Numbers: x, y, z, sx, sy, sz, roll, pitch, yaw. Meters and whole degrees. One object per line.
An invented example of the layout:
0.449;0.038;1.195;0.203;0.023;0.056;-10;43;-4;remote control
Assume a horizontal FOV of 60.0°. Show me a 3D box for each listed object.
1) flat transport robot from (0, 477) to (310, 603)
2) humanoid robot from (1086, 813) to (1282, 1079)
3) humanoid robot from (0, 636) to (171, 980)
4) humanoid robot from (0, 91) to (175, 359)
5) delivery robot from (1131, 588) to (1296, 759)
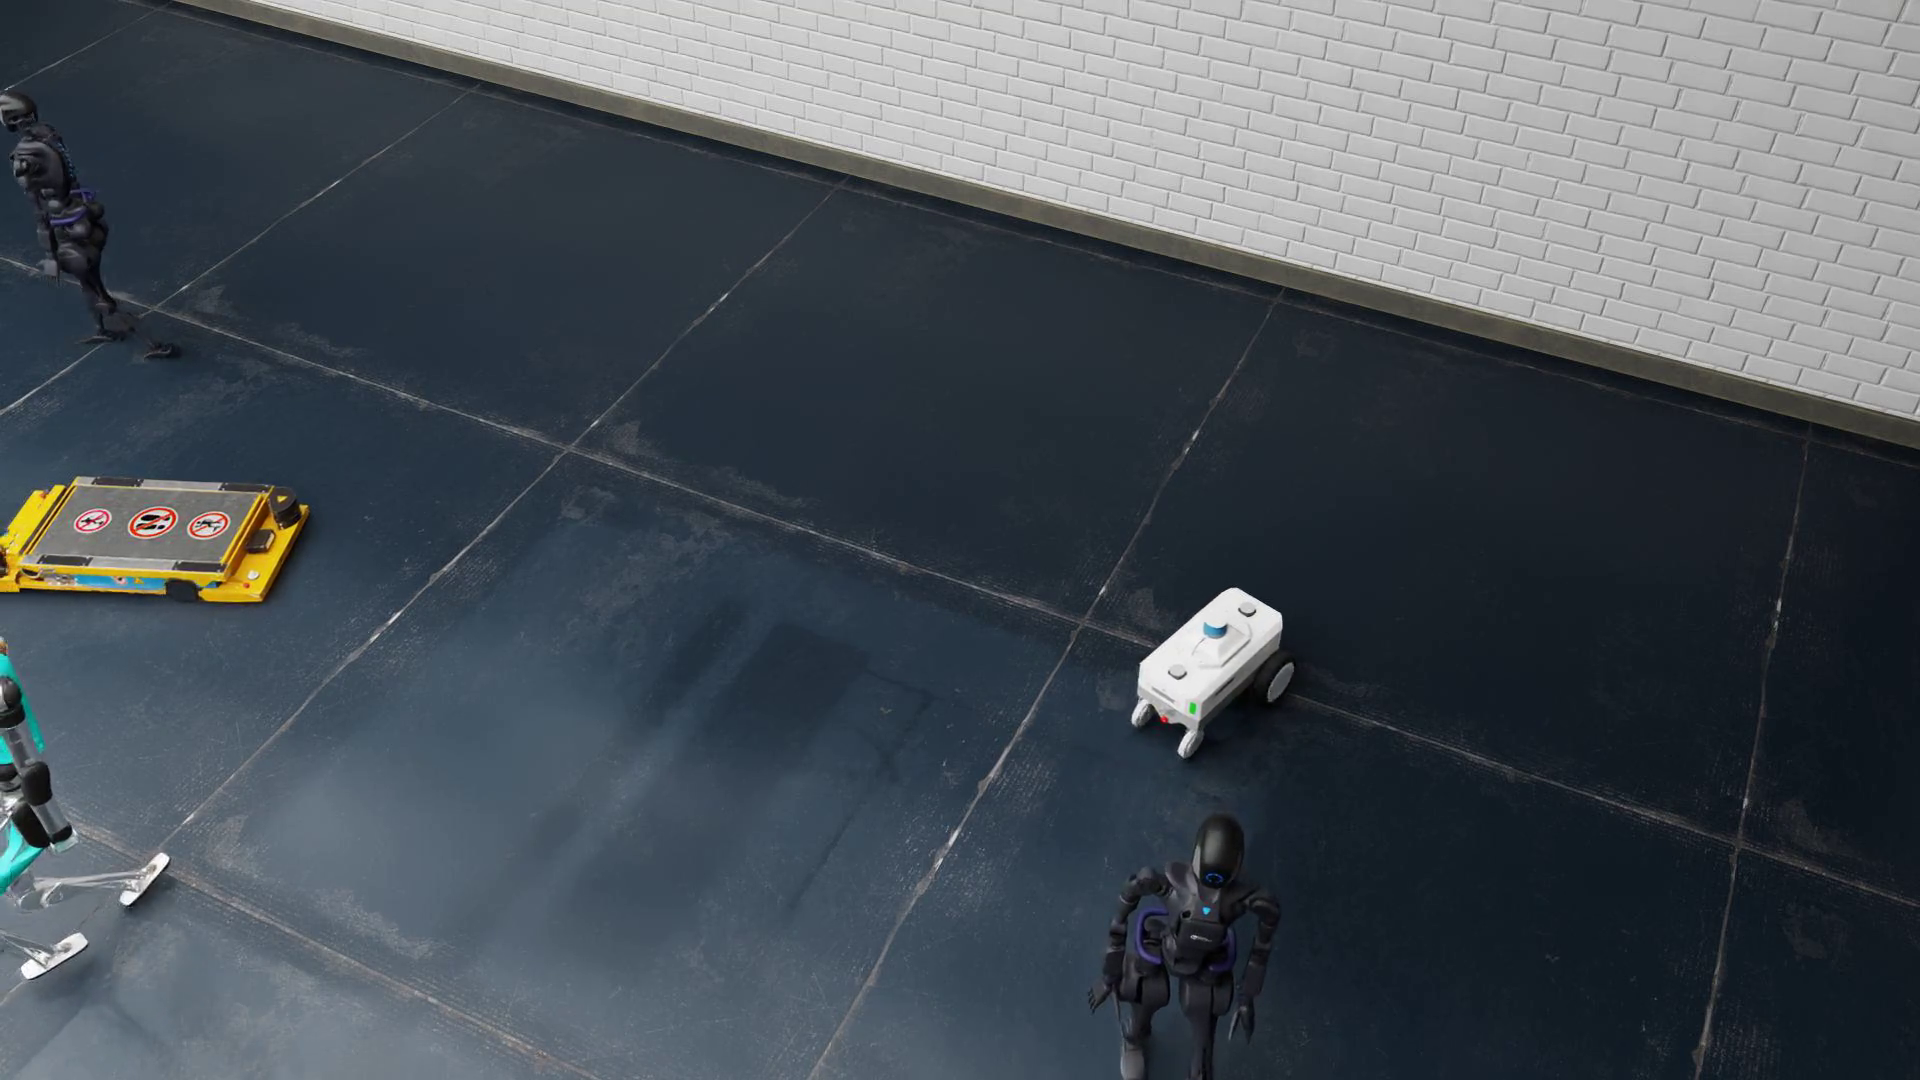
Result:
-4.058;-0.005;8.260;1.431;0.231;0.659;3;43;3;flat transport robot
0.734;1.492;5.626;0.599;1.630;0.616;3;43;4;humanoid robot
-3.530;0.997;6.085;0.547;1.746;0.945;34;53;31;humanoid robot
-4.813;-1.673;9.058;0.656;1.645;0.591;-3;43;-3;humanoid robot
1.136;0.550;7.461;0.499;0.608;0.786;32;52;30;delivery robot
